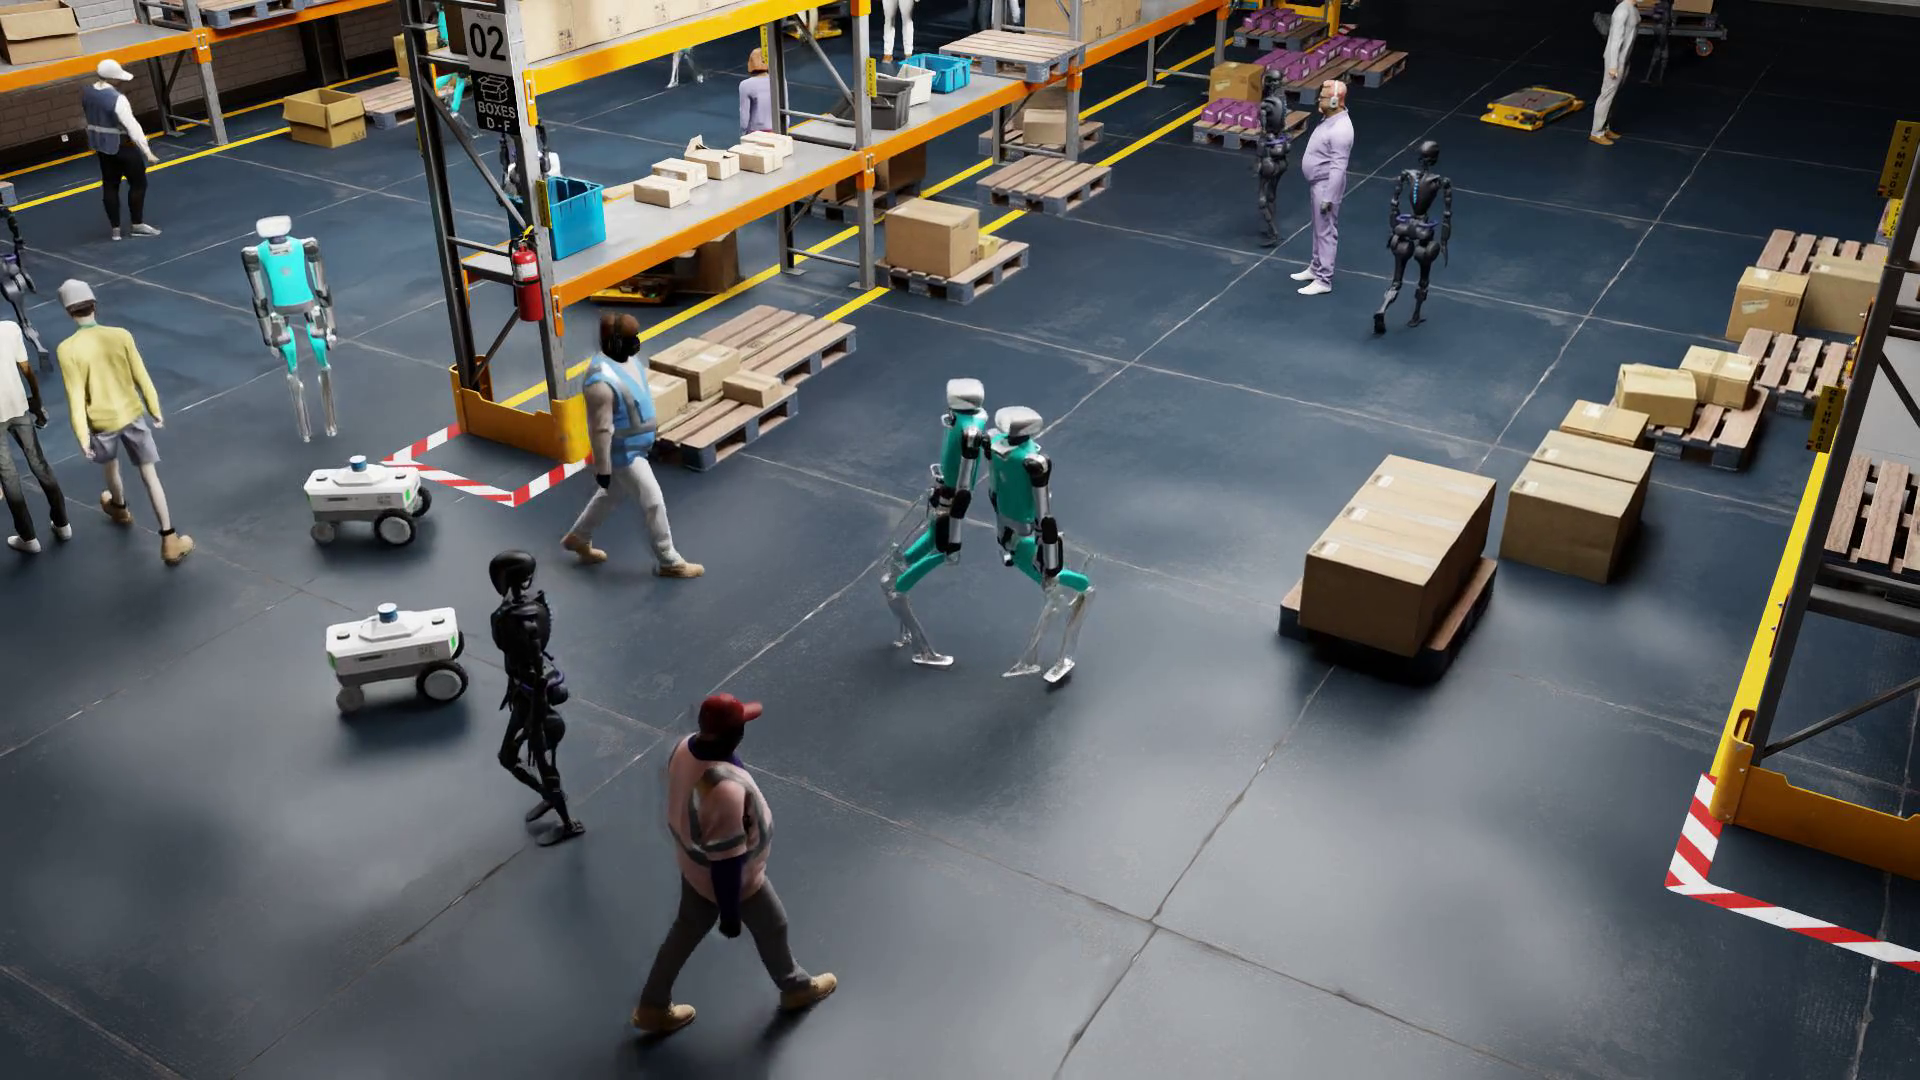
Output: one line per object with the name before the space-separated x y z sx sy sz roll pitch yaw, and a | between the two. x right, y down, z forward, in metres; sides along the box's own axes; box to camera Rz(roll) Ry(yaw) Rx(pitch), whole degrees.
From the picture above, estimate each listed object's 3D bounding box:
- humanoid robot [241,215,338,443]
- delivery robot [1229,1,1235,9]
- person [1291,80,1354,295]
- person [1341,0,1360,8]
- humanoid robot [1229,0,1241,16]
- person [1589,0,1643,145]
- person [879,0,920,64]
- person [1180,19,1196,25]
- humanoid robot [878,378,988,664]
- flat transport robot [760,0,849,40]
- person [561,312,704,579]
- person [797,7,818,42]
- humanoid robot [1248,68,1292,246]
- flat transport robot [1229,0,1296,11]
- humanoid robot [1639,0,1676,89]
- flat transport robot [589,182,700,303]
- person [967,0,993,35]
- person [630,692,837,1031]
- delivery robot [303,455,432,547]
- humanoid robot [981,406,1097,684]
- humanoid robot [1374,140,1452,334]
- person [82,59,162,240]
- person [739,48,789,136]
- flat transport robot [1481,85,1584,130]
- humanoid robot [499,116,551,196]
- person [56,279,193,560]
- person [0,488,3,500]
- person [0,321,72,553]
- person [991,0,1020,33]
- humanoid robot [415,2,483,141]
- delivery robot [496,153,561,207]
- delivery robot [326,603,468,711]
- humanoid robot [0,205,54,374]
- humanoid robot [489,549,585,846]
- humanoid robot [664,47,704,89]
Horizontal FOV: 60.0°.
humanoid robot | -4.870 -1.564 12.230 0.544 1.806 0.652 -12 32 -20
delivery robot | 3.989 -8.493 25.667 0.782 0.587 0.499 14 32 23
person | 3.236 -3.143 14.838 0.407 1.910 0.635 1 30 3
person | 6.026 -9.063 25.464 0.342 1.748 0.572 -19 35 -30
humanoid robot | 4.203 -8.798 25.012 0.639 1.789 0.534 -19 35 -30
person | 7.559 -5.502 19.026 0.371 1.892 0.582 18 34 29
person | -0.814 -7.384 22.311 0.627 1.937 0.377 1 30 3
person | 3.265 -8.531 24.462 0.511 1.833 0.658 13 32 22
humanoid robot | -0.221 -0.072 9.587 0.757 1.782 0.530 -4 30 -8
flat transport robot | -2.386 -7.550 24.297 0.659 0.231 1.431 -19 35 -30
person | -2.157 -0.595 10.446 0.923 1.800 0.628 1 30 2
person | -2.127 -7.848 23.337 0.582 1.724 0.466 -4 30 -7
humanoid robot | 3.035 -3.695 16.048 0.467 1.634 0.616 16 33 26
flat transport robot | 4.405 -8.311 25.643 1.431 0.231 0.659 11 31 18
humanoid robot | 9.042 -6.630 21.242 0.417 1.650 0.600 10 31 18
flat transport robot | -2.906 -2.533 15.423 0.659 0.231 1.431 4 30 6
person | 0.293 -7.589 22.787 0.510 1.828 0.698 2 30 3
person | -1.034 1.383 7.040 0.906 1.711 0.619 -16 33 -26
delivery robot | -3.966 -0.273 11.148 0.811 0.609 0.499 -2 30 -3
humanoid robot | 0.506 0.011 9.392 0.732 1.755 0.542 -19 35 -30
humanoid robot | 3.828 -2.548 14.034 0.589 1.630 0.650 23 37 34
person | -8.224 -3.796 16.189 0.806 1.717 0.494 11 31 19
person | -1.980 -4.176 16.945 0.505 1.625 0.292 -8 31 -14
flat transport robot | 6.980 -5.260 20.246 0.659 0.231 1.431 24 37 36
humanoid robot | -4.085 -3.491 15.714 0.610 1.651 0.404 14 32 23
person | -5.484 -0.805 10.802 0.542 1.814 1.047 -20 35 -31
person | -6.931 -1.079 11.095 0.620 1.996 0.370 -13 32 -21
person | -6.181 -0.799 10.733 0.314 1.866 0.534 21 36 32
person | 0.578 -8.307 23.991 0.587 1.897 0.460 -1 29 -2
humanoid robot | -5.951 -5.315 18.913 0.535 1.788 1.023 21 36 32
delivery robot | -4.474 -3.769 17.337 0.499 0.614 0.804 8 30 13
delivery robot | -3.218 0.639 9.525 0.802 0.598 0.499 -9 31 -15
humanoid robot | -7.638 -2.063 13.179 0.622 1.642 0.597 22 36 34
humanoid robot | -2.095 0.793 8.108 0.337 1.653 0.589 -15 33 -25
humanoid robot | -3.589 -6.620 21.260 0.544 1.873 0.815 24 37 36
